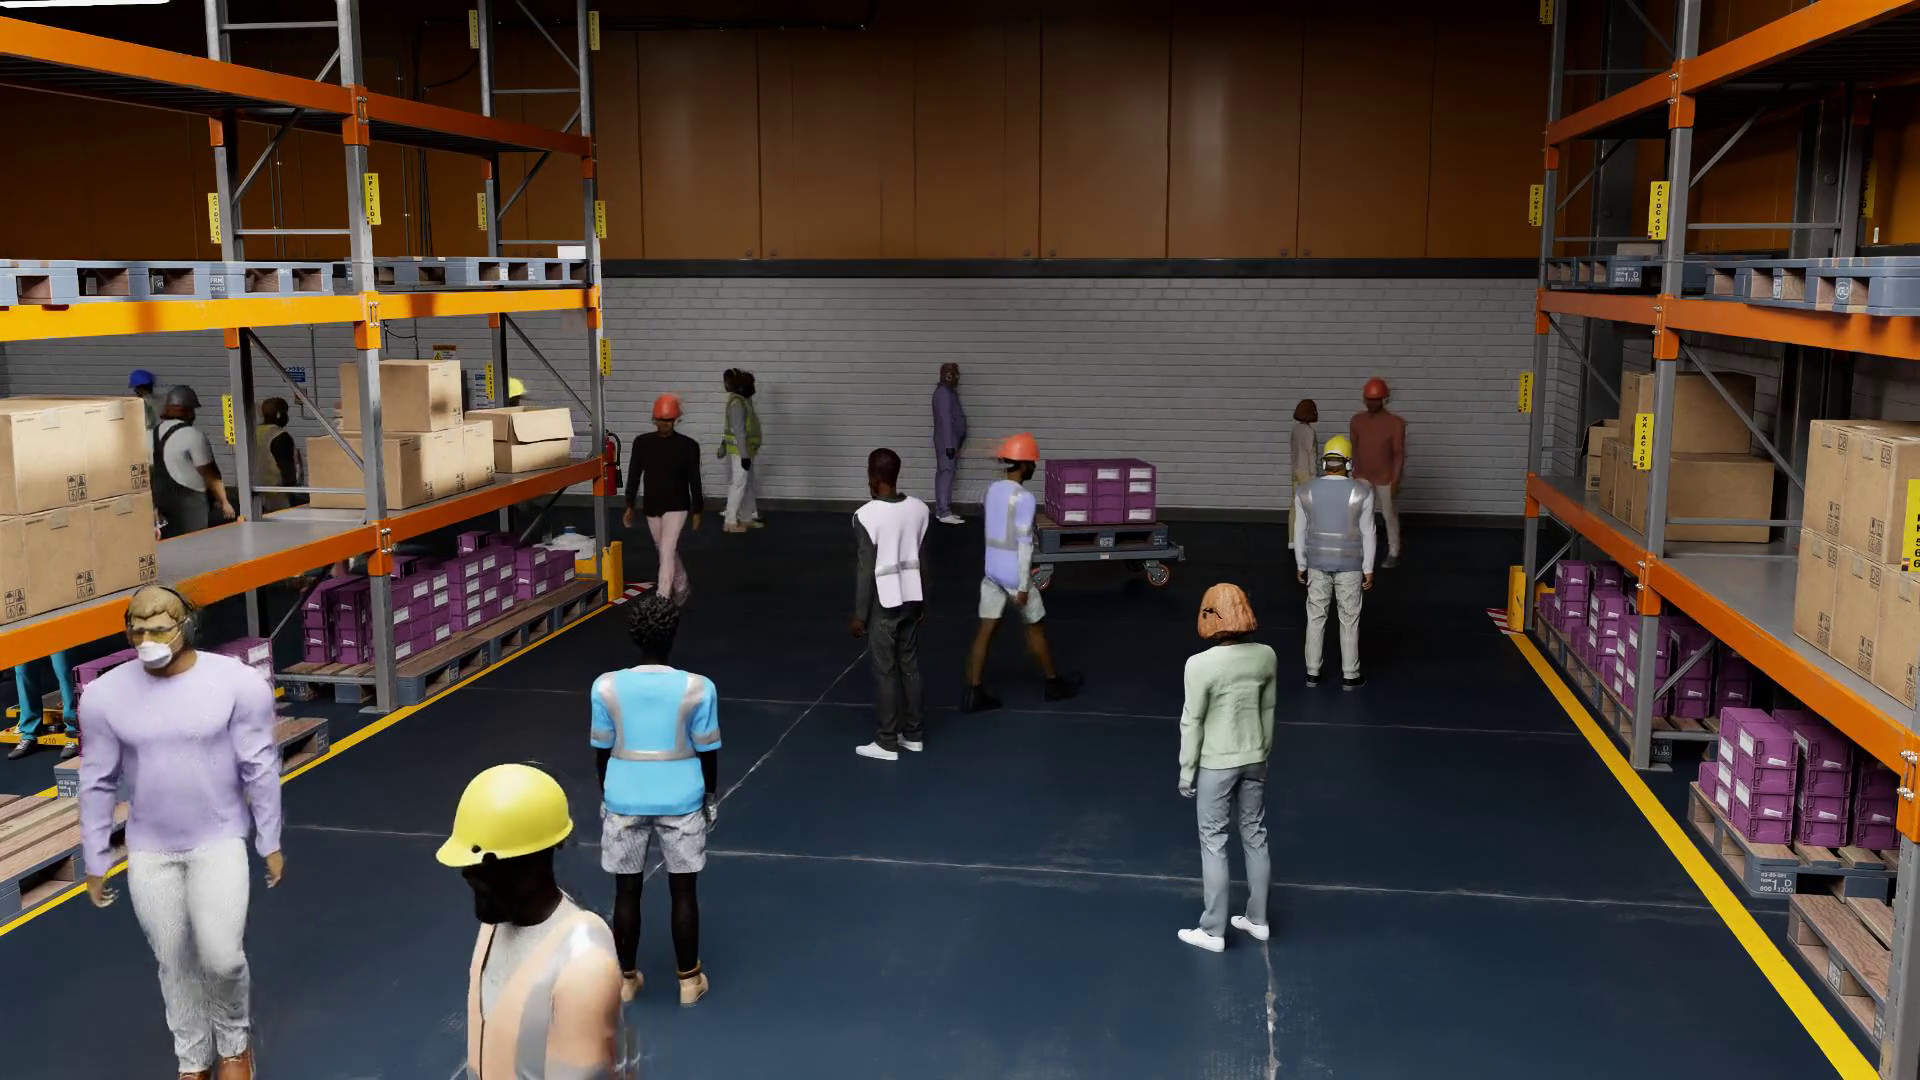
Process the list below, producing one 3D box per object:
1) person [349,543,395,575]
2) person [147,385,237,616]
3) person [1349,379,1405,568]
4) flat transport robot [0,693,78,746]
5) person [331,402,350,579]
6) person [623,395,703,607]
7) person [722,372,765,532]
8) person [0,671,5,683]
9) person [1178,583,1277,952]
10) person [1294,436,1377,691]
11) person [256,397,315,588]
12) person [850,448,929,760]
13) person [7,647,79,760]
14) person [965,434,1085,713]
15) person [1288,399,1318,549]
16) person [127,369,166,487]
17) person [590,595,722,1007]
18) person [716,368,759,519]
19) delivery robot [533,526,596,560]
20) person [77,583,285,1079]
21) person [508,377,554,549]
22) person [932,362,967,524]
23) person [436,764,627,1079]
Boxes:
[{"bbox_3d":[-5.654,-0.438,15.762,0.590,1.791,0.926,1,9,8],"label":"person"},{"bbox_3d":[-6.621,-0.362,14.478,0.692,2.000,0.895,7,11,36],"label":"person"},{"bbox_3d":[4.129,-0.629,16.485,0.649,1.933,1.043,7,11,36],"label":"person"},{"bbox_3d":[-5.630,1.079,11.036,0.652,0.197,1.431,1,9,8],"label":"flat transport robot"},{"bbox_3d":[-5.269,-0.294,14.605,0.640,1.874,0.946,2,9,10],"label":"person"},{"bbox_3d":[-2.533,-0.303,14.442,0.620,1.948,1.045,2,10,15],"label":"person"},{"bbox_3d":[-2.520,-1.004,19.126,0.528,1.839,0.643,-1,9,-4],"label":"person"},{"bbox_3d":[-7.154,0.104,11.930,0.629,1.937,0.373,5,11,29],"label":"person"},{"bbox_3d":[1.185,1.000,7.373,0.498,1.626,0.289,-5,11,-30],"label":"person"},{"bbox_3d":[2.688,0.166,11.896,0.586,1.823,0.403,5,10,26],"label":"person"},{"bbox_3d":[-6.395,-0.419,15.493,0.682,1.823,0.633,-7,12,-38],"label":"person"},{"bbox_3d":[-0.418,0.404,10.215,0.373,1.891,0.597,8,12,41],"label":"person"},{"bbox_3d":[-5.667,0.431,10.226,0.561,1.836,0.379,-1,9,-8],"label":"person"},{"bbox_3d":[0.410,0.214,11.381,0.974,1.883,0.572,-7,11,-37],"label":"person"},{"bbox_3d":[3.676,-0.687,17.726,0.283,1.636,0.500,-2,9,-14],"label":"person"},{"bbox_3d":[-8.939,-0.961,18.602,0.945,1.907,0.615,1,9,8],"label":"person"},{"bbox_3d":[-1.228,1.066,6.760,0.531,1.687,0.325,0,9,-2],"label":"person"},{"bbox_3d":[-2.699,-1.140,19.911,0.609,1.838,0.522,-1,9,-8],"label":"person"},{"bbox_3d":[-3.708,0.112,15.838,0.477,0.478,0.707,7,11,37],"label":"delivery robot"},{"bbox_3d":[-2.742,1.096,5.856,0.656,1.920,0.462,-1,9,-8],"label":"person"},{"bbox_3d":[-4.550,-0.748,17.280,0.602,1.904,0.574,5,10,27],"label":"person"},{"bbox_3d":[-0.126,-1.153,19.771,0.407,1.909,0.639,-1,9,-5],"label":"person"},{"bbox_3d":[-0.967,1.436,3.784,0.407,1.911,0.600,-7,12,-39],"label":"person"}]
